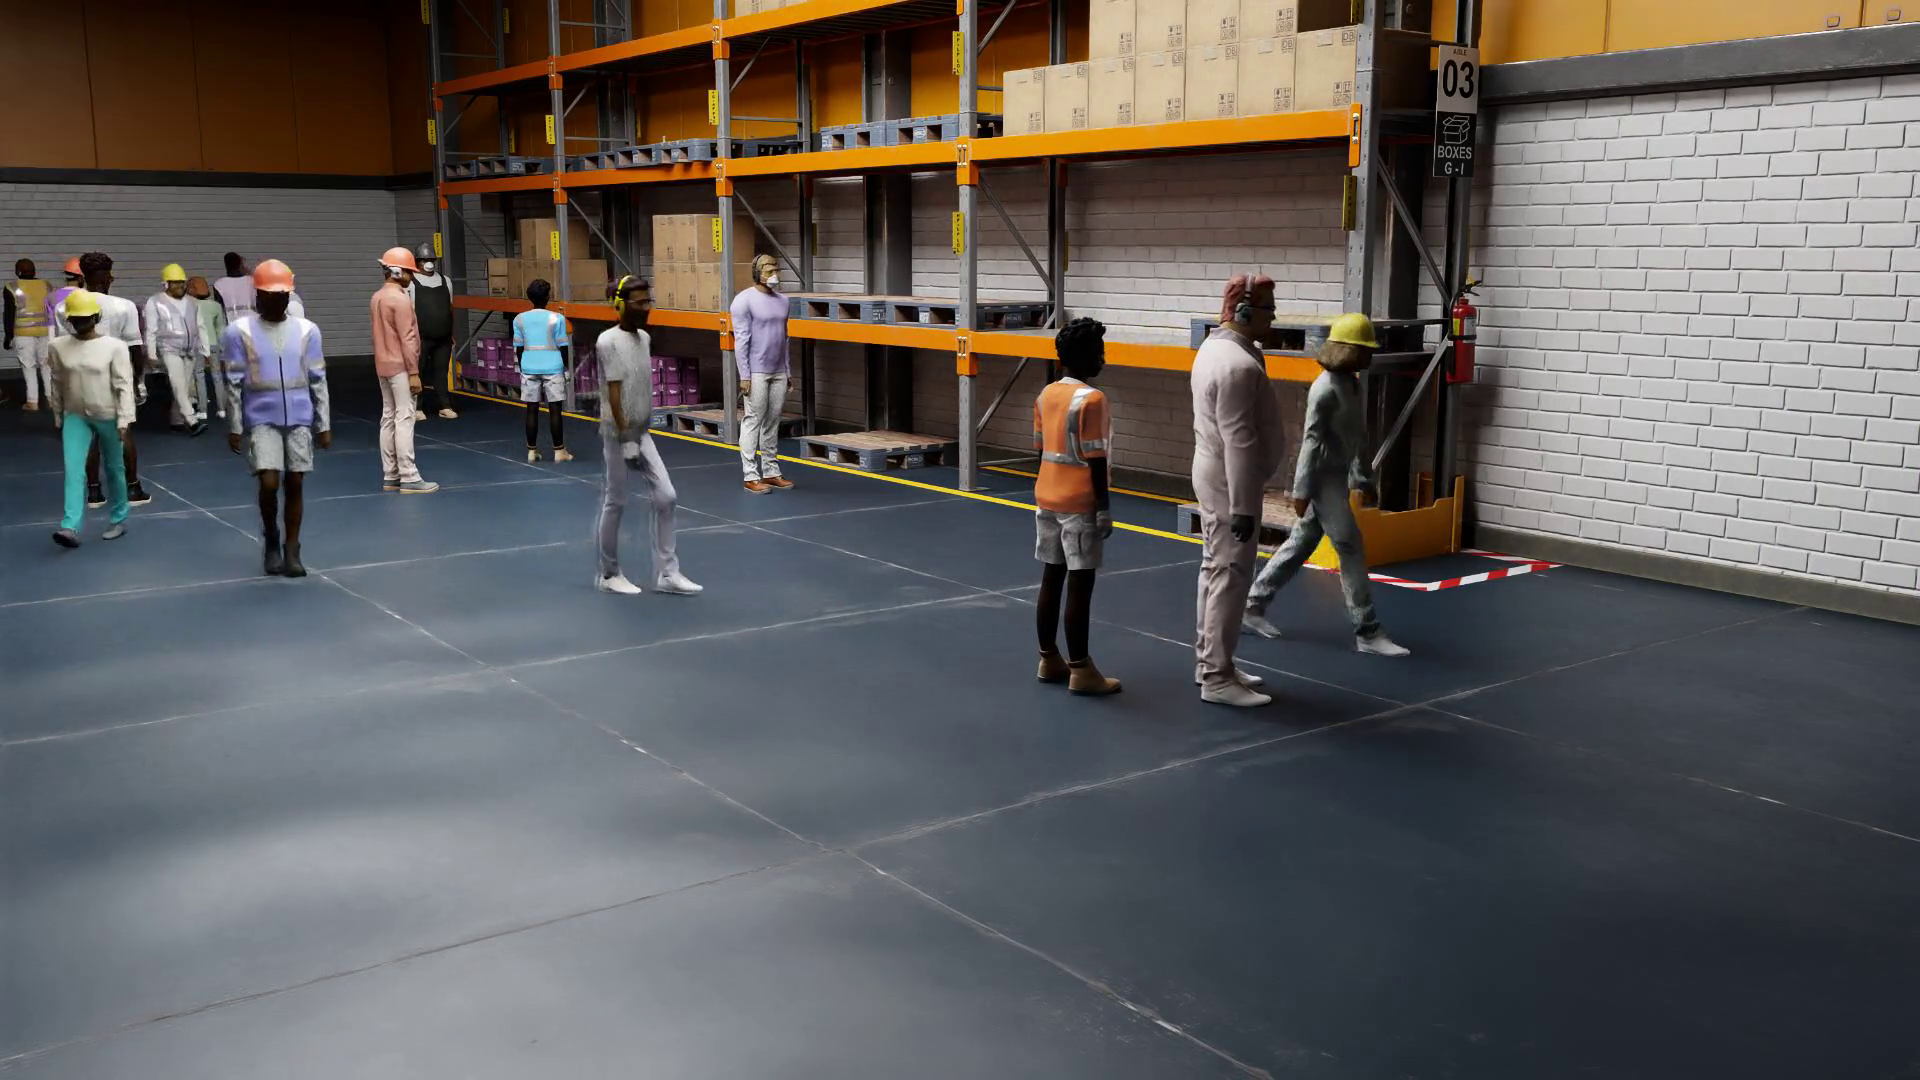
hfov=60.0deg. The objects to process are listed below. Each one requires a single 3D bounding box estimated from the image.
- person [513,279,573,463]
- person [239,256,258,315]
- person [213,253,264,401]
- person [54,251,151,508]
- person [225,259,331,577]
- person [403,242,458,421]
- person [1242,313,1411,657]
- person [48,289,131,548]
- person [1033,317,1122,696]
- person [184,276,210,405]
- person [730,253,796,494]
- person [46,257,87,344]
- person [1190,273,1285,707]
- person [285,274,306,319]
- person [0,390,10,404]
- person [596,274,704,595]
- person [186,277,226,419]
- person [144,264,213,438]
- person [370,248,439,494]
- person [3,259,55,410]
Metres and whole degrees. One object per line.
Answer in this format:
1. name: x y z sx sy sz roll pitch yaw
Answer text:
1. person: -3.840 -1.551 15.333 0.535 1.700 0.318 2 10 9
2. person: -10.096 -3.098 23.594 0.869 1.842 0.656 0 10 1
3. person: -9.263 -2.727 21.365 0.632 1.890 0.758 -8 13 -39
4. person: -6.577 -1.225 12.776 0.613 1.958 0.372 -2 10 -13
5. person: -4.089 -0.718 10.031 0.565 1.922 0.404 -7 12 -36
6. person: -6.078 -2.396 19.112 0.683 2.000 0.538 -10 14 -44
7. person: 1.806 -0.291 8.309 0.918 1.693 0.500 5 11 28
8. person: -5.795 -0.801 11.073 0.537 1.704 0.928 -2 10 -10
9. person: 0.517 -0.154 7.513 0.322 1.697 0.532 -5 11 -26
10. person: -9.635 -2.513 20.989 0.303 1.609 0.602 -3 11 -17
11. person: -1.584 -1.351 13.547 0.373 1.940 0.629 7 12 33
12. person: -9.260 -2.009 17.417 0.553 1.890 0.974 -1 10 -5
13. person: 1.219 -0.216 7.318 0.403 1.897 0.654 0 10 0
14. person: -6.749 -1.853 16.668 0.404 1.828 0.591 -8 13 -39
15. person: -12.252 -2.554 20.569 0.598 1.829 0.912 4 11 24
16. person: -1.797 -0.567 9.440 0.775 1.833 0.516 5 11 28
17. person: -8.758 -2.214 19.242 0.292 1.628 0.518 8 13 38
18. person: -8.081 -1.965 17.368 0.872 1.793 0.621 6 12 31
19. person: -4.543 -1.370 13.521 0.392 1.985 0.610 -9 14 -42
20. person: -11.355 -2.501 20.299 0.497 1.835 0.637 7 12 33
